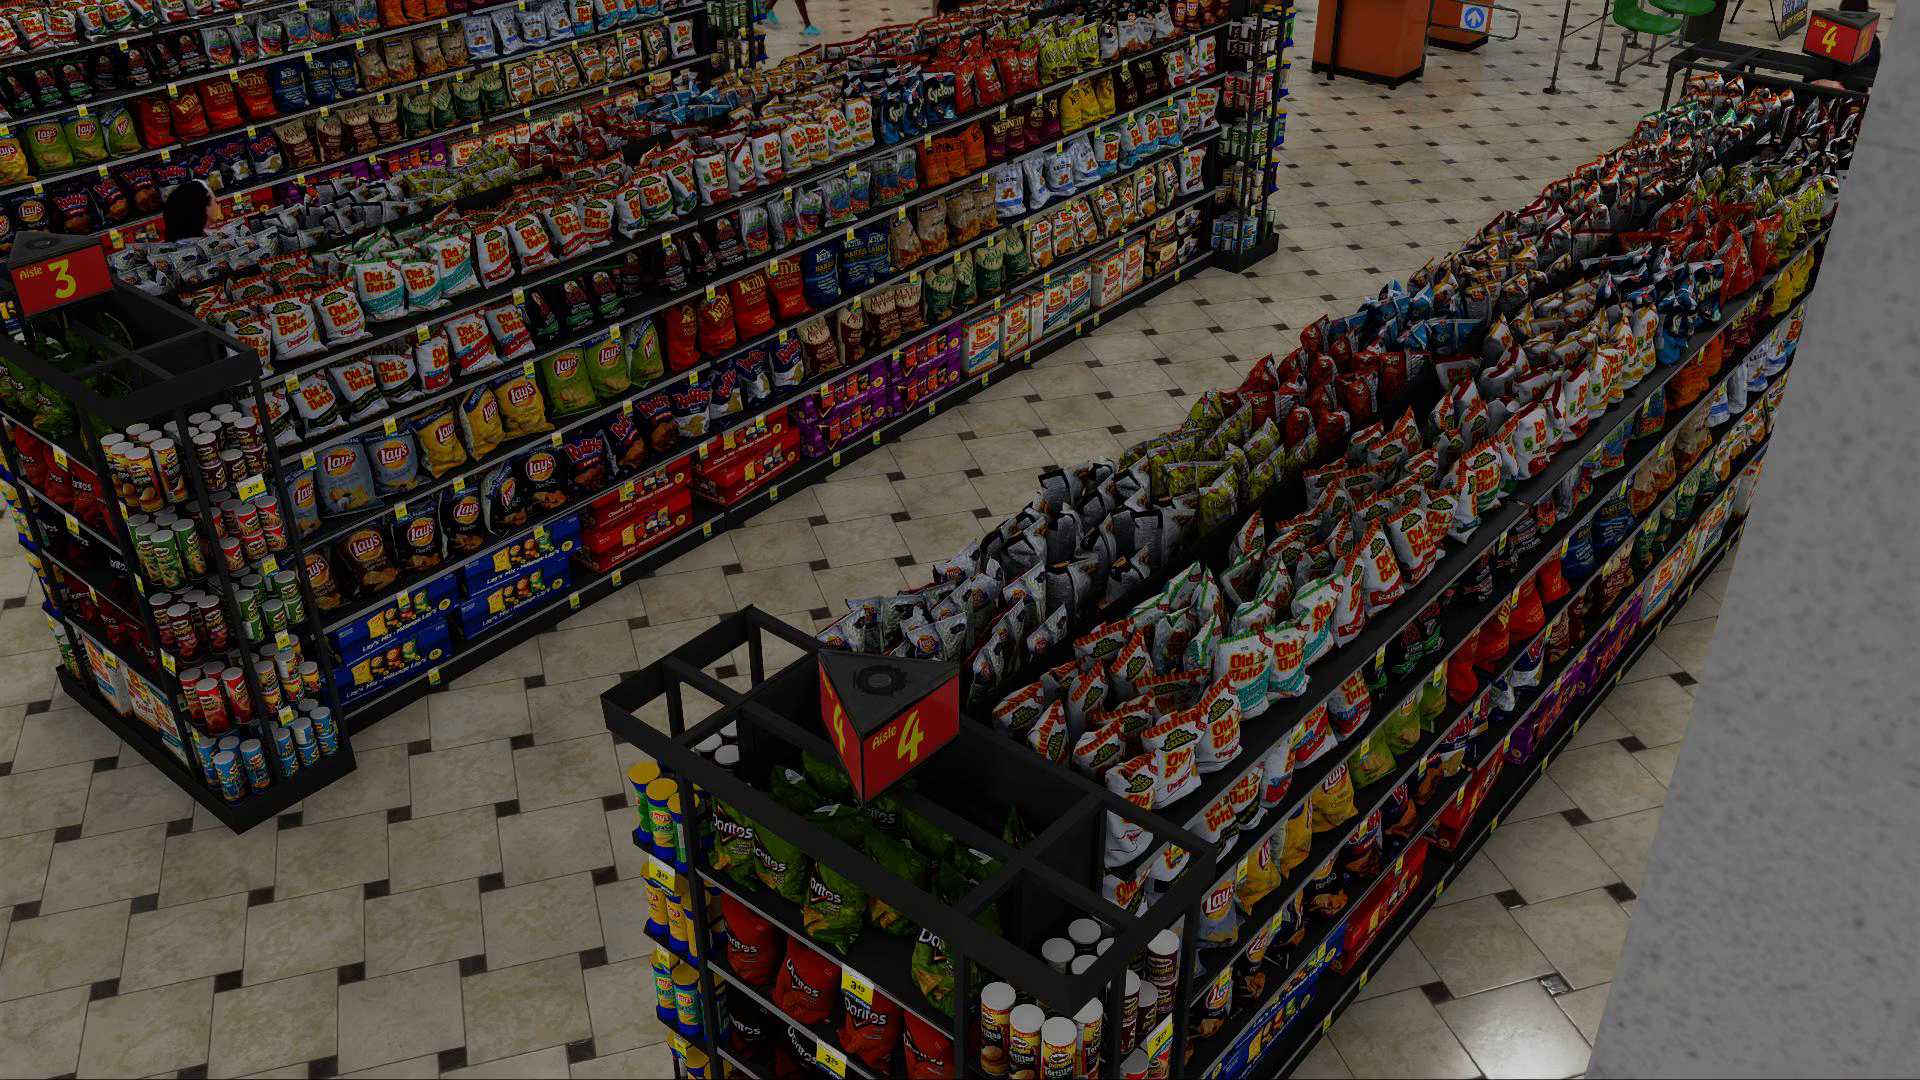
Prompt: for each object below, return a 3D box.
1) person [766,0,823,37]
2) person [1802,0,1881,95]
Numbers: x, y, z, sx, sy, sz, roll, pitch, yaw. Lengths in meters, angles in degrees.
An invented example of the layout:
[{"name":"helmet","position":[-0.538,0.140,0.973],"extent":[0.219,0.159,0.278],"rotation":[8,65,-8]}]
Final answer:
[{"name":"person","position":[-1.774,-5.964,16.743],"extent":[0.671,1.674,1.112],"rotation":[28,41,37]},{"name":"person","position":[6.062,-2.910,11.693],"extent":[0.763,1.824,0.846],"rotation":[-5,32,-9]}]
